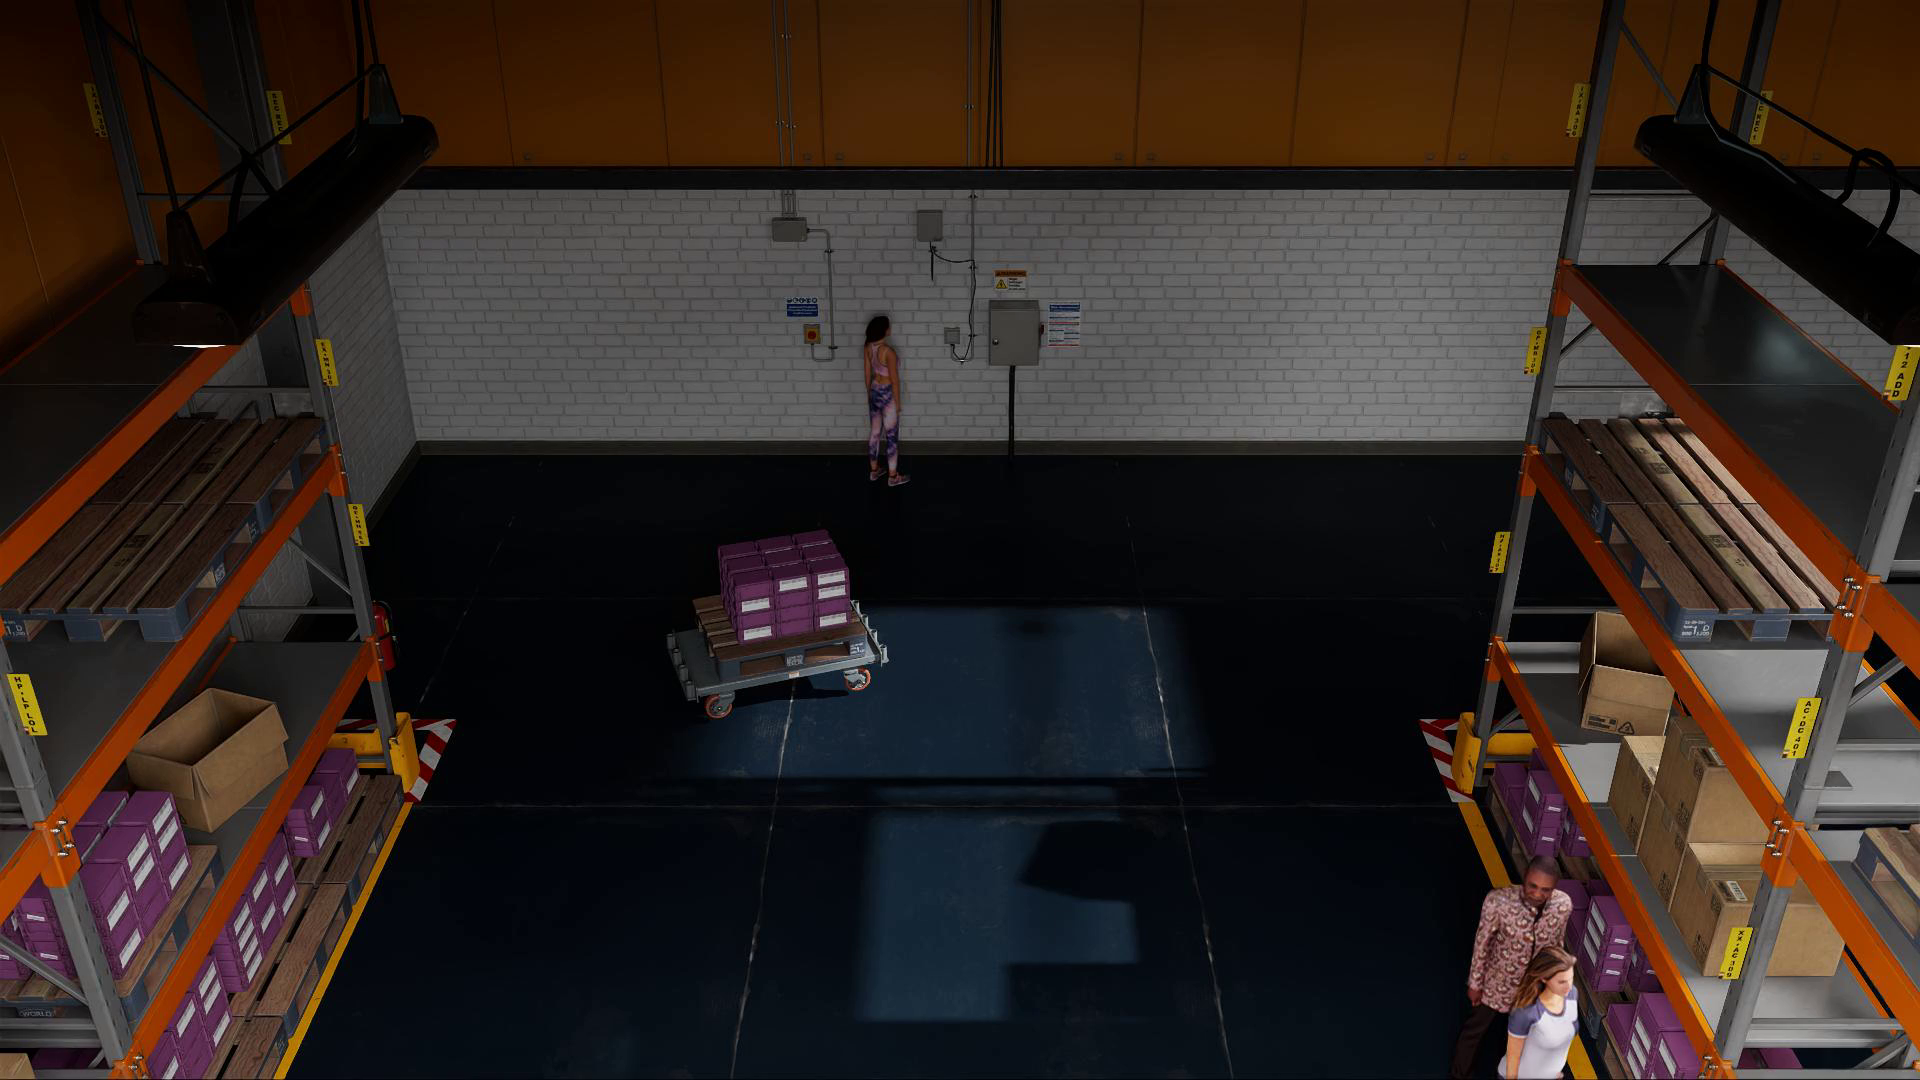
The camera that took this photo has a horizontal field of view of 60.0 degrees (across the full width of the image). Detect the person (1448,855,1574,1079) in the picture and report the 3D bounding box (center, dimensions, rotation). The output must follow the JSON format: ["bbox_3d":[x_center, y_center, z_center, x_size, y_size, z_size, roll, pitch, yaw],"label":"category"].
[{"bbox_3d":[3.116,2.481,9.407,0.686,1.808,0.593,-1,29,-2],"label":"person"}]

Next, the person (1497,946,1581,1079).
[{"bbox_3d":[3.019,2.828,8.850,0.683,1.732,0.699,-15,32,-26],"label":"person"}]

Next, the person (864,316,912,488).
[{"bbox_3d":[-0.758,-1.400,16.567,0.675,1.766,0.721,22,36,35],"label":"person"}]
